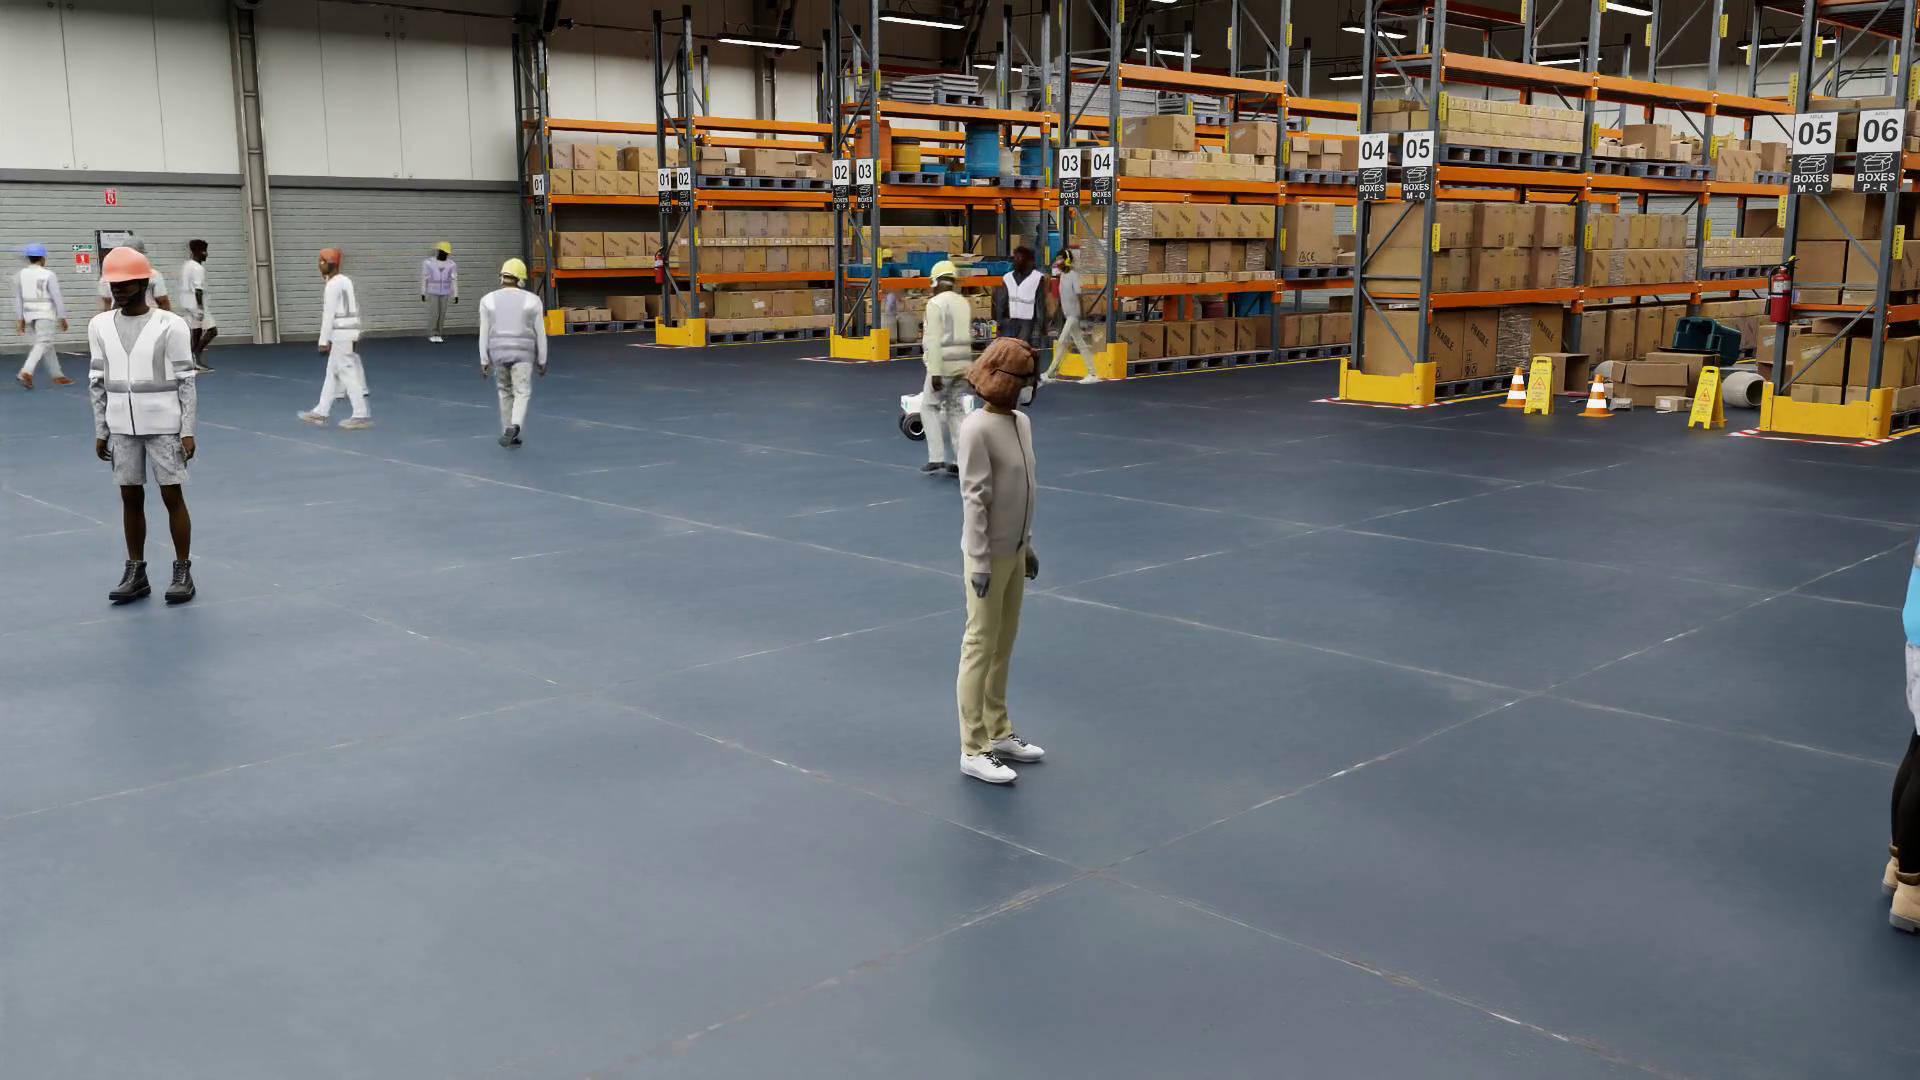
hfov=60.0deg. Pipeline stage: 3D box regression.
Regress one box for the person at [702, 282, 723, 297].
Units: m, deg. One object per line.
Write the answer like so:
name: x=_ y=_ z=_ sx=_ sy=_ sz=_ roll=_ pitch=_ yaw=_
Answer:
person: x=-4.944 y=-5.004 z=33.014 sx=0.616 sy=1.933 sz=1.074 roll=6 pitch=12 yaw=29

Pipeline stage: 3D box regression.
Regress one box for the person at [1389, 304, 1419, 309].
person: x=6.472 y=-3.345 z=24.096 sx=0.586 sy=1.882 sz=0.341 roll=10 pitch=14 yaw=42

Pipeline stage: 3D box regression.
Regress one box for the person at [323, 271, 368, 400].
person: x=-7.618 y=-2.537 z=20.497 sx=0.538 sy=1.584 sz=0.725 roll=7 pitch=12 yaw=33

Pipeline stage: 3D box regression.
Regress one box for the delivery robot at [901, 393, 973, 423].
delivery robot: x=-0.225 y=-1.336 z=16.628 sx=0.707 sy=0.478 sz=0.477 roll=-1 pitch=10 yaw=-7

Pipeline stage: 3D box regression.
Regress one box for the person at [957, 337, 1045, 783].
person: x=0.154 y=0.062 z=6.203 sx=0.285 sy=1.633 sz=0.498 roll=5 pitch=11 yaw=24

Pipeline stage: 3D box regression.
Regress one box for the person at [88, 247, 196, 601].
person: x=-4.466 y=-0.621 z=9.093 sx=0.549 sy=1.936 sz=0.377 roll=0 pitch=10 yaw=-2

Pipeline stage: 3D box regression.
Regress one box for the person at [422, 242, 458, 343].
person: x=-9.701 y=-4.620 z=31.060 sx=0.621 sy=1.872 sz=0.602 roll=-6 pitch=12 yaw=-30

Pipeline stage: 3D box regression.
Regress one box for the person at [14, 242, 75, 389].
person: x=-12.127 y=-2.948 z=21.872 sx=0.613 sy=1.917 sz=0.950 roll=3 pitch=11 yaw=17

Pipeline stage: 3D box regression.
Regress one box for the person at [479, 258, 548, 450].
person: x=-4.155 y=-1.710 z=15.445 sx=0.622 sy=1.797 sz=0.779 roll=-1 pitch=10 yaw=-3

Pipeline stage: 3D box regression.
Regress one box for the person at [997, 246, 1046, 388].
person: x=0.799 y=-2.827 z=21.353 sx=0.604 sy=1.868 sz=1.033 roll=7 pitch=13 yaw=34

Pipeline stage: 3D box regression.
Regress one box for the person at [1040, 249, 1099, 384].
person: x=1.455 y=-2.998 z=22.436 sx=0.999 sy=1.800 sz=0.484 roll=-3 pitch=11 yaw=-16

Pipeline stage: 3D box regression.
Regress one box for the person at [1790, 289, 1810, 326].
person: x=12.916 y=-3.662 z=25.679 sx=0.375 sy=1.935 sz=0.551 roll=-10 pitch=14 yaw=-43

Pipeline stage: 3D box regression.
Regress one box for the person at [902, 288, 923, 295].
person: x=-1.168 y=-5.502 z=36.118 sx=0.626 sy=1.782 sz=0.917 roll=8 pitch=13 yaw=37

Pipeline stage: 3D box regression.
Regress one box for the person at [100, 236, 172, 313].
person: x=-9.332 y=-2.473 z=19.027 sx=0.695 sy=2.000 sz=1.041 roll=1 pitch=10 yaw=5

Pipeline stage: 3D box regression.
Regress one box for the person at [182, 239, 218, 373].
person: x=-11.125 y=-3.418 z=24.320 sx=0.410 sy=1.952 sz=0.629 roll=-9 pitch=14 yaw=-41

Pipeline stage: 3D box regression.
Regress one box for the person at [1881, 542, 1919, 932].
person: x=2.901 y=0.284 z=4.804 sx=0.317 sy=1.698 sz=0.540 roll=5 pitch=12 yaw=27

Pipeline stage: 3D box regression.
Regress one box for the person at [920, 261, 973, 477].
person: x=-0.102 y=-1.422 z=13.880 sx=0.531 sy=1.787 sz=0.623 roll=8 pitch=13 yaw=36

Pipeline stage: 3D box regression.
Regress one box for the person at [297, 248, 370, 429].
person: x=-6.572 y=-2.086 z=17.286 sx=0.790 sy=1.858 sz=0.608 roll=-1 pitch=10 yaw=-7

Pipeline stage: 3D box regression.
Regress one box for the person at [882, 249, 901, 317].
person: x=-1.435 y=-4.681 z=31.820 sx=0.890 sy=1.724 sz=0.545 roll=-8 pitch=13 yaw=-39
